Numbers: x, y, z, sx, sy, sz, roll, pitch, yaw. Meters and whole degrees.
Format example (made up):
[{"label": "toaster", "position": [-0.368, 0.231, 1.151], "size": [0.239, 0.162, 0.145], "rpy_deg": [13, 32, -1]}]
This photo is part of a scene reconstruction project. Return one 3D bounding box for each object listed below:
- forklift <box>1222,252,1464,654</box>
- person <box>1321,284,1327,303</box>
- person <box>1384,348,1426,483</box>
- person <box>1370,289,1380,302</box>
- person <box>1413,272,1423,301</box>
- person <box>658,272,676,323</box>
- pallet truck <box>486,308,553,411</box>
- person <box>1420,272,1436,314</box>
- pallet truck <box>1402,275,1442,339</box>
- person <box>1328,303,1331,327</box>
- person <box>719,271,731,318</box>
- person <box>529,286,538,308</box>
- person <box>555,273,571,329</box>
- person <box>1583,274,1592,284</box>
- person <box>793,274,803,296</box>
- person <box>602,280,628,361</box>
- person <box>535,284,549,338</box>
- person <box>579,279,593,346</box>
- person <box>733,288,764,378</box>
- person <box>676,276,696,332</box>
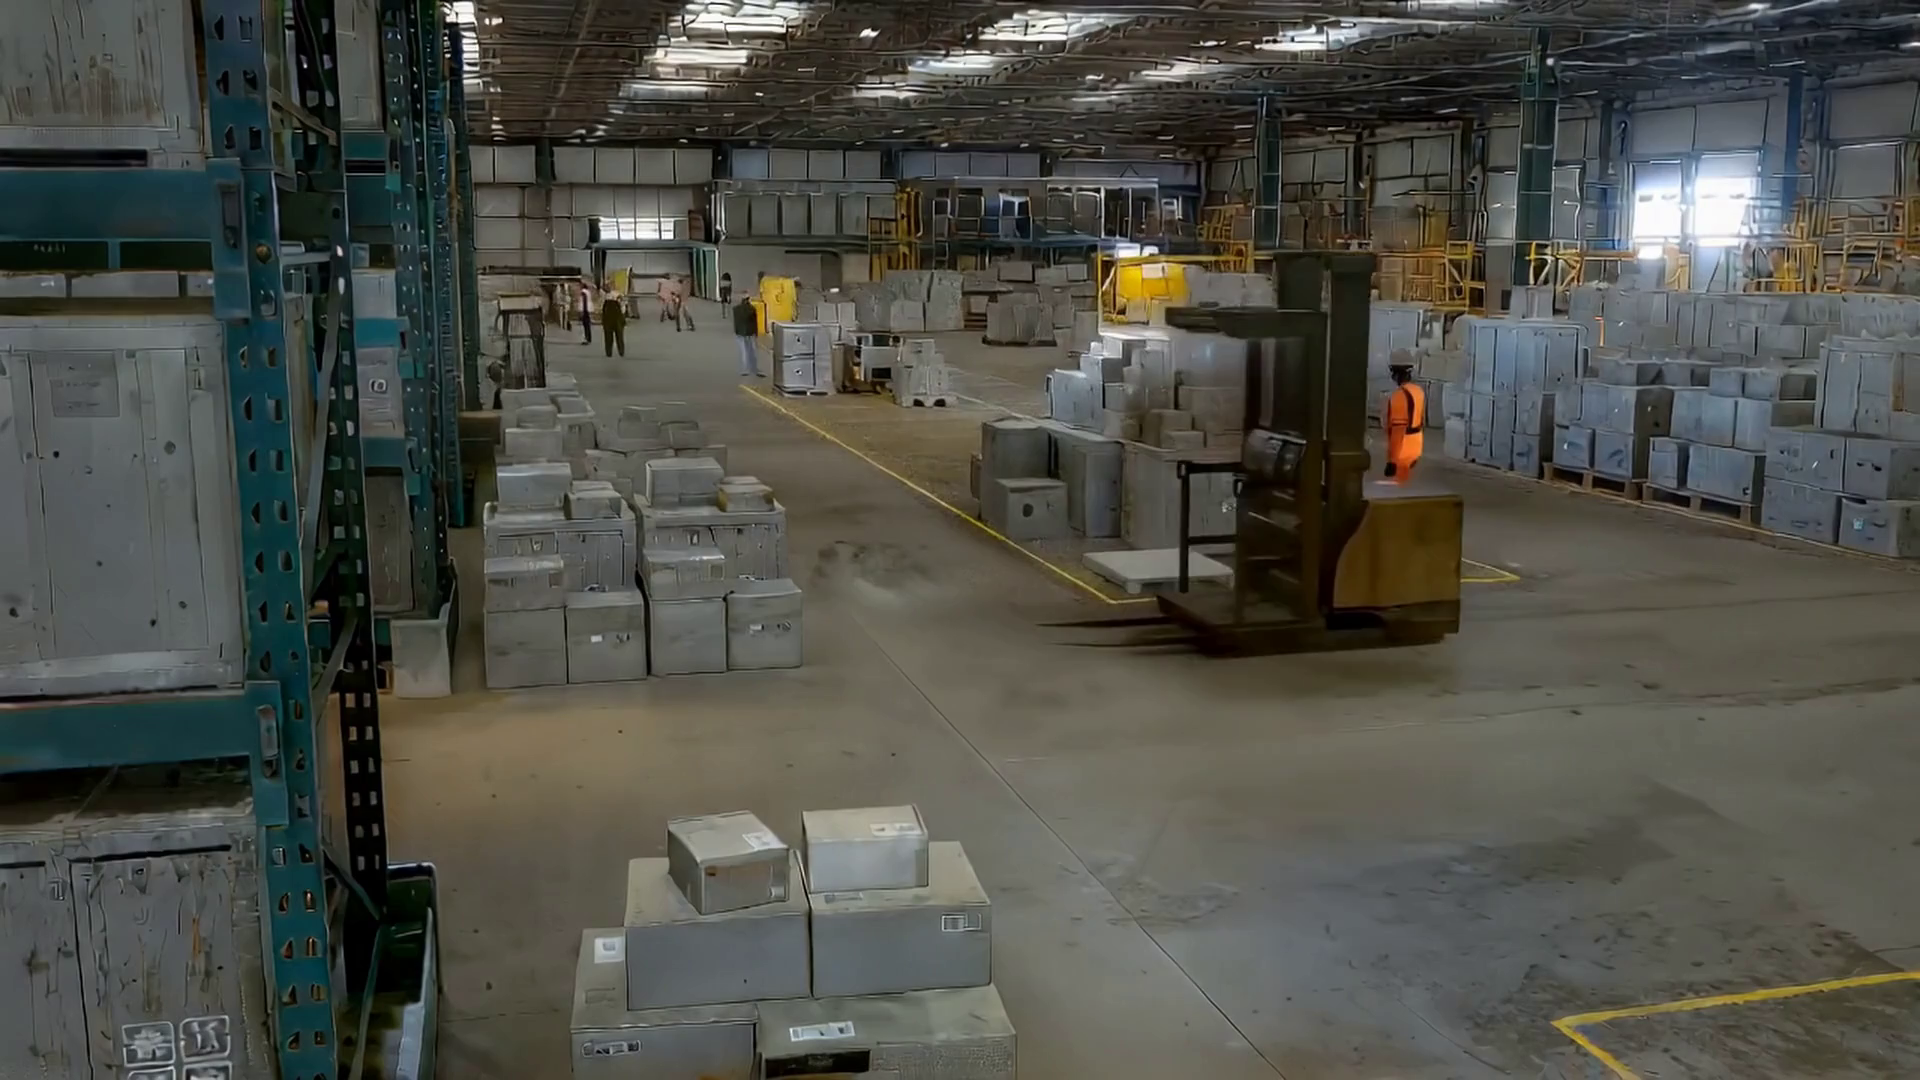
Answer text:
[{"label": "forklift", "position": [2.630, -0.696, 12.113], "size": [1.873, 2.768, 1.129], "rpy_deg": [-3, 10, -15]}, {"label": "person", "position": [11.948, -7.718, 55.254], "size": [0.534, 1.691, 0.321], "rpy_deg": [8, 13, 39]}, {"label": "person", "position": [4.093, -0.815, 15.461], "size": [0.374, 1.934, 0.549], "rpy_deg": [8, 13, 38]}, {"label": "person", "position": [9.242, -4.686, 37.452], "size": [0.407, 1.918, 0.584], "rpy_deg": [3, 11, 18]}, {"label": "person", "position": [21.048, -11.464, 76.445], "size": [0.513, 1.700, 0.497], "rpy_deg": [5, 11, 27]}, {"label": "person", "position": [-11.093, -9.135, 62.623], "size": [0.592, 1.931, 0.971], "rpy_deg": [6, 12, 31]}, {"label": "pallet truck", "position": [-6.242, -2.418, 24.362], "size": [0.823, 1.965, 1.885], "rpy_deg": [1, 10, 3]}, {"label": "person", "position": [19.559, -10.303, 69.532], "size": [0.630, 1.824, 0.781], "rpy_deg": [0, 10, 3]}, {"label": "pallet truck", "position": [14.620, -7.324, 52.145], "size": [0.823, 1.965, 1.885], "rpy_deg": [8, 13, 40]}, {"label": "person", "position": [8.807, -4.913, 38.813], "size": [0.346, 1.882, 0.578], "rpy_deg": [-7, 12, -36]}, {"label": "person", "position": [-9.475, -9.885, 67.012], "size": [0.535, 1.868, 0.309], "rpy_deg": [-4, 11, -23]}, {"label": "person", "position": [-13.557, -7.238, 52.739], "size": [0.595, 1.618, 0.508], "rpy_deg": [2, 10, 12]}, {"label": "person", "position": [-13.790, -8.296, 57.814], "size": [0.544, 1.939, 0.372], "rpy_deg": [-3, 10, -16]}, {"label": "person", "position": [21.569, -8.106, 56.813], "size": [0.718, 1.915, 0.555], "rpy_deg": [6, 12, 32]}, {"label": "person", "position": [-5.802, -8.497, 59.106], "size": [0.597, 1.894, 0.808], "rpy_deg": [-7, 12, -33]}, {"label": "person", "position": [-8.715, -5.528, 41.852], "size": [0.674, 2.000, 0.536], "rpy_deg": [1, 10, 7]}, {"label": "person", "position": [-13.175, -7.225, 52.467], "size": [0.319, 1.690, 0.535], "rpy_deg": [4, 11, 21]}, {"label": "person", "position": [-10.808, -6.559, 48.041], "size": [0.370, 1.916, 0.597], "rpy_deg": [-1, 10, -4]}, {"label": "person", "position": [-4.602, -4.482, 36.169], "size": [0.615, 1.949, 0.895], "rpy_deg": [-5, 11, -27]}, {"label": "person", "position": [-9.228, -7.900, 55.808], "size": [0.839, 1.871, 0.574], "rpy_deg": [6, 12, 32]}]
